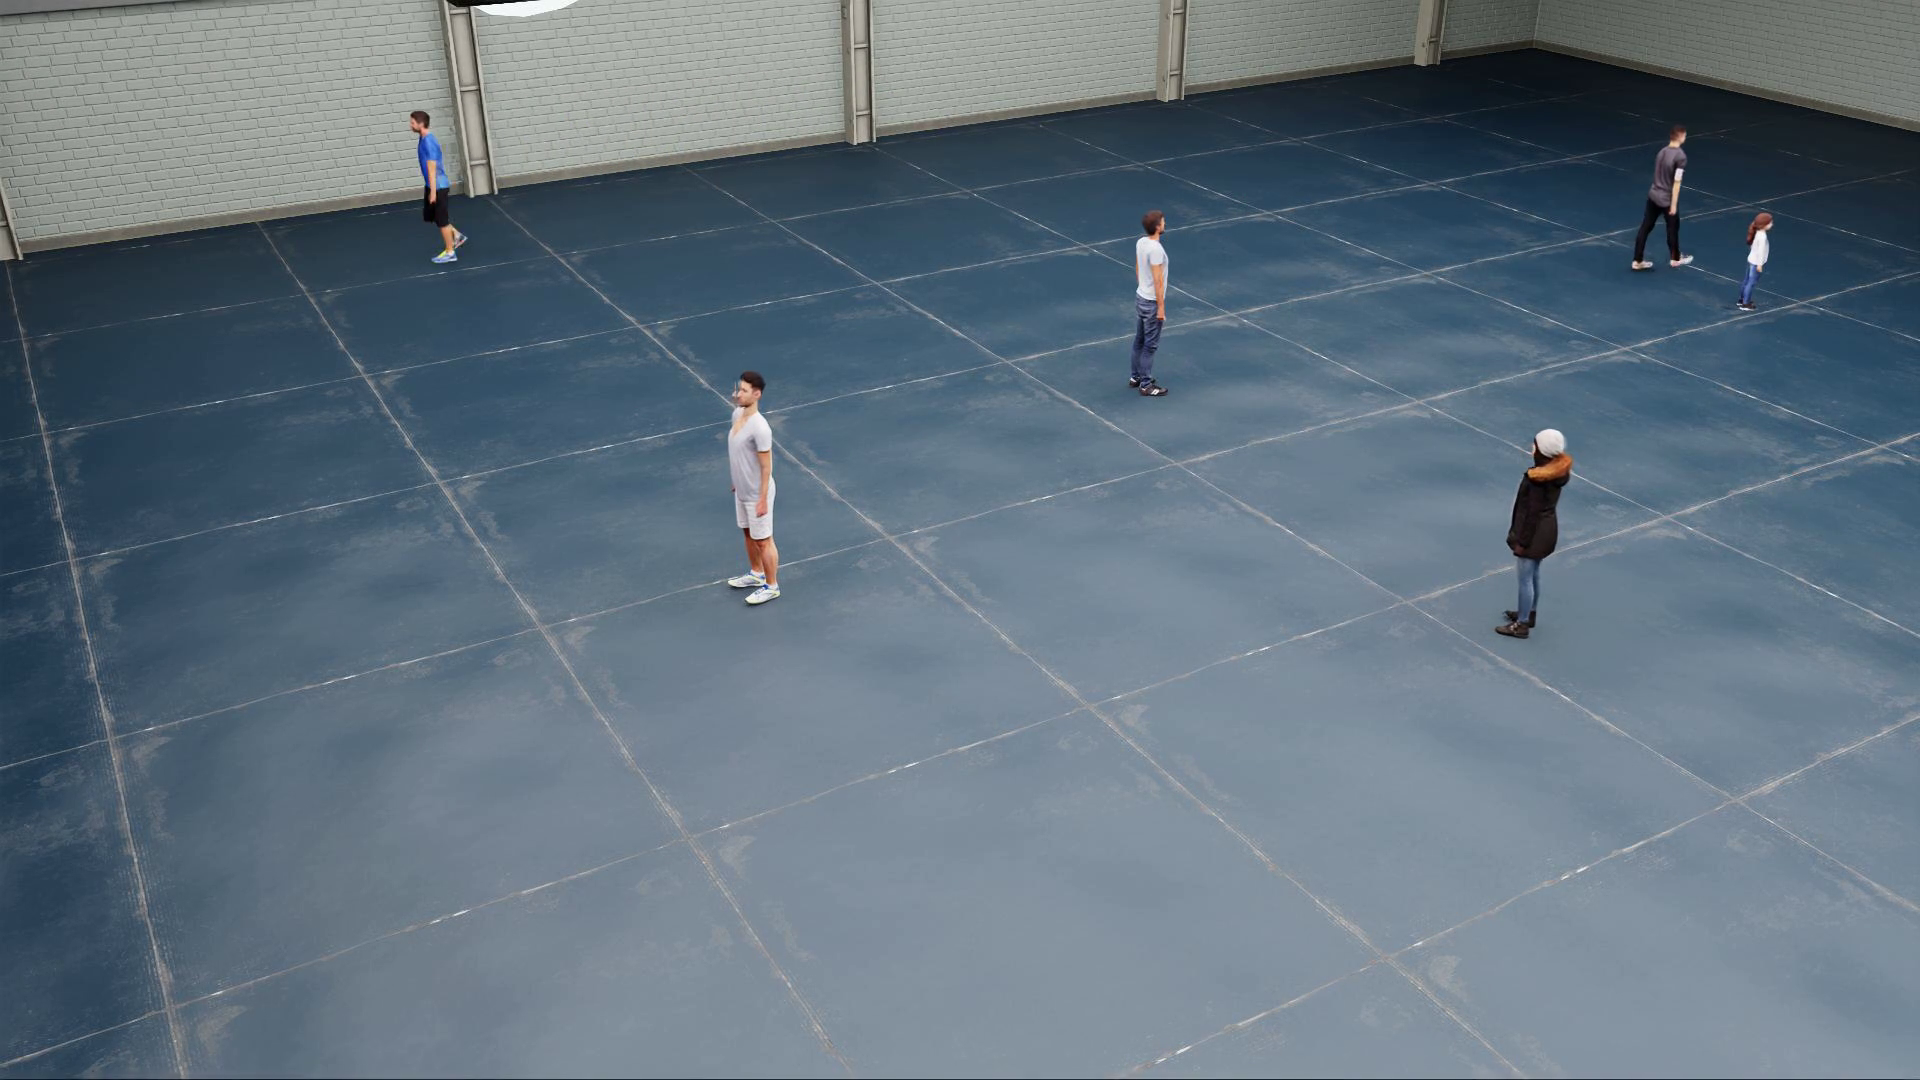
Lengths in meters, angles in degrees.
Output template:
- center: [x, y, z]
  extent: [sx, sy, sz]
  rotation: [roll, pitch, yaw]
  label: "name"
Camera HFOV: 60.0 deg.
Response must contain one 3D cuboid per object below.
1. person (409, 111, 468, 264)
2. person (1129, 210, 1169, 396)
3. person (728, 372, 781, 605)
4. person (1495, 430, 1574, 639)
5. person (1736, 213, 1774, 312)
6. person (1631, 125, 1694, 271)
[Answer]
- center: [-6.311, -4.322, 20.328]
  extent: [0.715, 1.853, 0.611]
  rotation: [-15, 31, -27]
  label: "person"
- center: [1.881, -2.365, 16.517]
  extent: [0.619, 1.863, 0.688]
  rotation: [-8, 28, -15]
  label: "person"
- center: [-1.579, -0.413, 12.733]
  extent: [0.538, 1.857, 0.676]
  rotation: [-15, 31, -27]
  label: "person"
- center: [4.246, -0.048, 12.270]
  extent: [0.775, 1.632, 0.668]
  rotation: [17, 32, 29]
  label: "person"
- center: [9.062, -3.190, 18.942]
  extent: [0.588, 1.110, 0.534]
  rotation: [4, 28, 8]
  label: "person"
- center: [8.368, -4.072, 19.971]
  extent: [1.053, 1.737, 0.805]
  rotation: [-8, 28, -15]
  label: "person"
